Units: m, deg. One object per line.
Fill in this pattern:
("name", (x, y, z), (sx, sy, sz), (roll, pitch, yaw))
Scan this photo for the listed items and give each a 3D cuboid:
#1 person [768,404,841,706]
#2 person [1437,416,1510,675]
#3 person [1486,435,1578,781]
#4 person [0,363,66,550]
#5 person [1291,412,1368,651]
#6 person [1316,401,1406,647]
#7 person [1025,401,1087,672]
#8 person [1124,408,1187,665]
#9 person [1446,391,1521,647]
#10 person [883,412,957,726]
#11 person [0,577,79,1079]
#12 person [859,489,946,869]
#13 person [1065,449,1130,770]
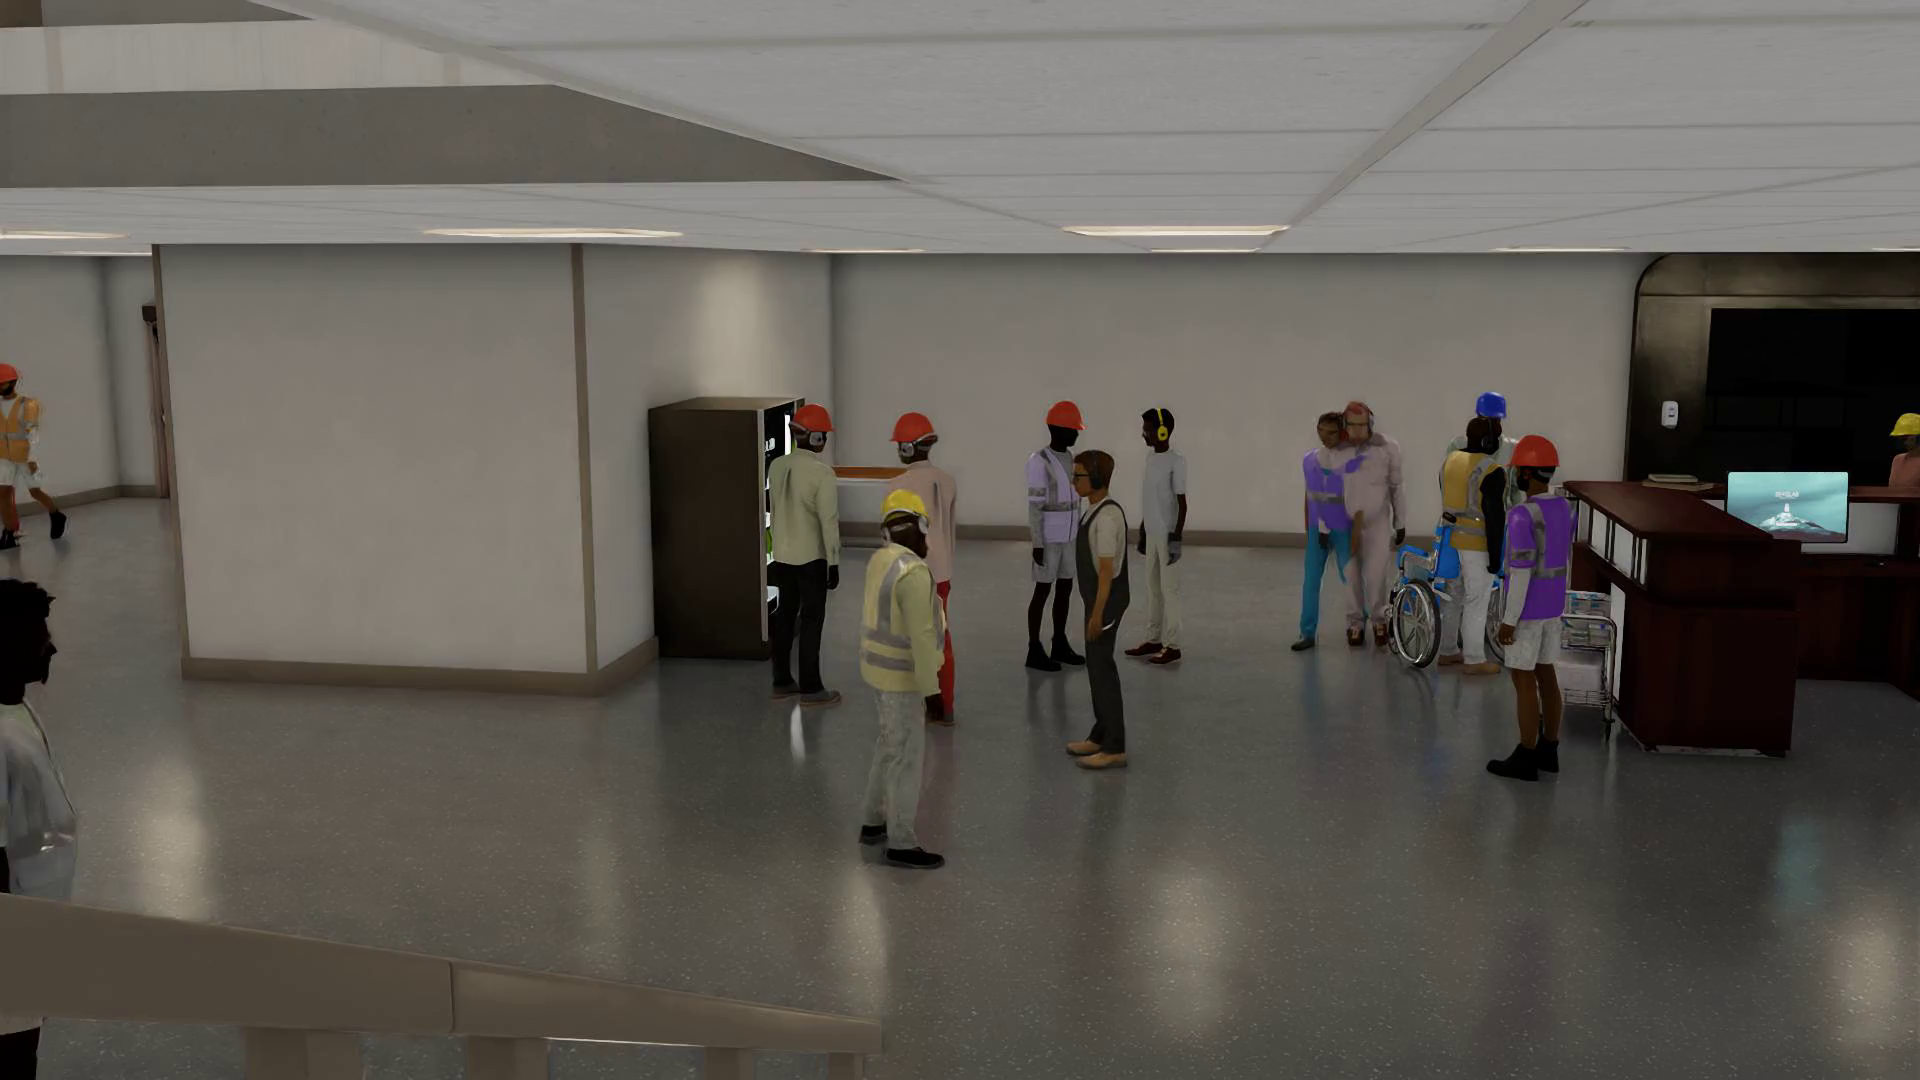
("person", (-1.004, 0.099, 10.933), (0.622, 1.982, 0.418), (8, 12, 42))
("person", (3.636, 0.037, 11.763), (0.430, 1.838, 0.625), (-3, 10, -21))
("person", (3.194, 0.376, 9.340), (0.551, 1.934, 0.373), (-8, 12, -39))
("person", (-9.720, -0.885, 17.236), (0.547, 1.907, 0.887), (1, 9, 4))
("person", (2.867, -0.092, 12.676), (0.555, 1.802, 0.932), (7, 12, 38))
("person", (3.015, -0.116, 12.571), (0.674, 1.870, 0.463), (3, 10, 18))
("person", (0.711, -0.031, 11.888), (0.389, 1.928, 0.550), (8, 12, 42))
("person", (1.446, -0.029, 12.071), (0.331, 1.865, 0.519), (-4, 10, -23))
("person", (3.947, -0.154, 12.577), (0.601, 1.948, 0.387), (-1, 9, -3))
("person", (-0.265, 0.206, 10.258), (0.410, 1.986, 0.609), (7, 12, 37))
("person", (-2.802, 1.077, 4.953), (0.393, 1.959, 0.654), (-4, 10, -23))
("person", (-0.262, 0.668, 7.995), (0.407, 1.804, 0.734), (-3, 10, -18))
("person", (0.796, 0.390, 9.573), (0.347, 1.840, 0.509), (-1, 9, -3))
